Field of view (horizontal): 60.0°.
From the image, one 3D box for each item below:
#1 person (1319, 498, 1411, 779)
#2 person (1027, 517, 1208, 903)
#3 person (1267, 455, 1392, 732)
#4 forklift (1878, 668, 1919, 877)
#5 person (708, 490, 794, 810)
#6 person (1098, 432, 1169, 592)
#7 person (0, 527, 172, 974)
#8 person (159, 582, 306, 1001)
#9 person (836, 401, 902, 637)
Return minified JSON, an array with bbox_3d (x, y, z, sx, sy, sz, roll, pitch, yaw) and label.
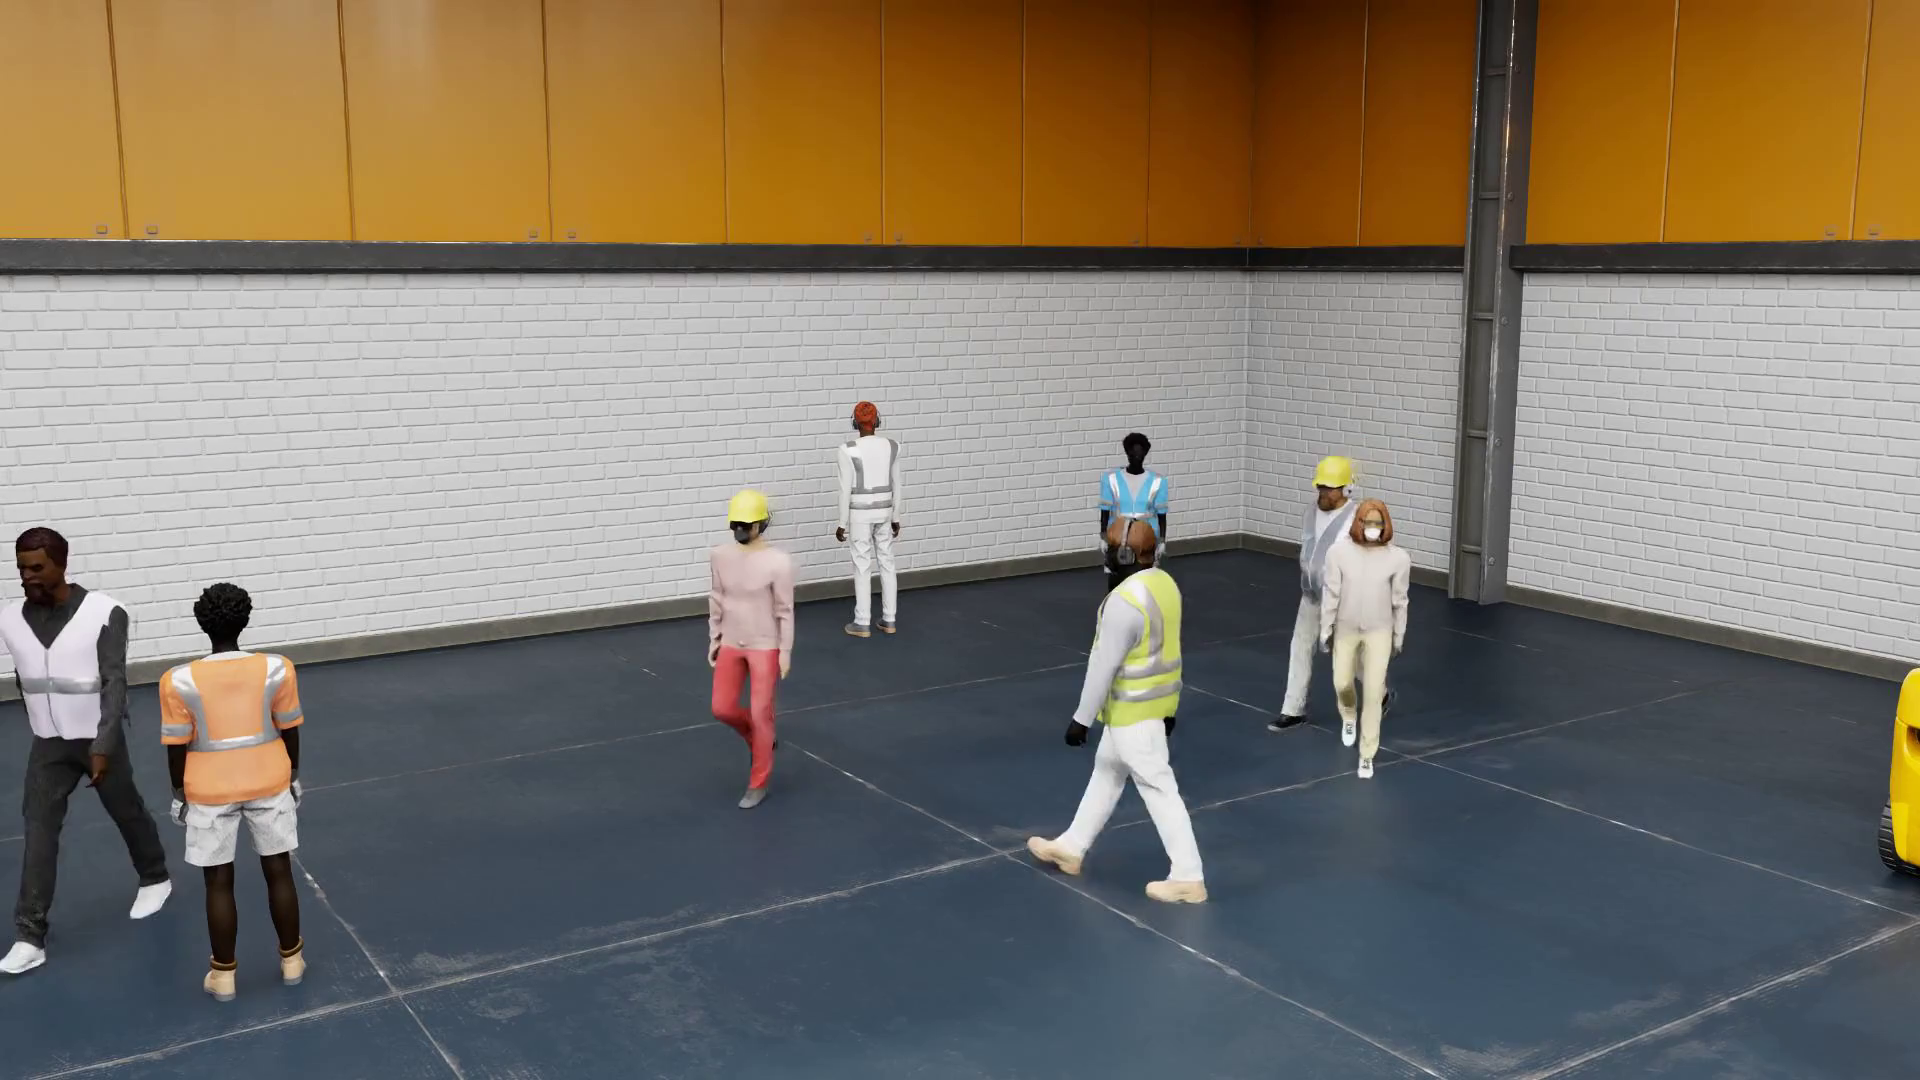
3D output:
[{"bbox_3d":[2.398,0.535,9.856,0.498,1.608,0.737,3,10,19],"label":"person"},{"bbox_3d":[0.760,0.788,7.810,0.957,1.792,0.636,4,10,23],"label":"person"},{"bbox_3d":[2.423,0.329,10.616,0.894,1.783,0.603,-6,11,-33],"label":"person"},{"bbox_3d":[5.511,0.571,7.906,2.313,2.155,1.214,-6,11,-33],"label":"forklift"},{"bbox_3d":[-1.134,0.581,9.153,0.544,1.752,0.440,4,10,25],"label":"person"},{"bbox_3d":[1.336,0.006,12.809,0.550,1.686,0.370,1,9,5],"label":"person"},{"bbox_3d":[-3.841,0.853,7.231,0.592,1.862,1.034,0,9,2],"label":"person"},{"bbox_3d":[-2.928,1.013,6.736,0.537,1.696,0.321,-6,11,-31],"label":"person"},{"bbox_3d":[-0.727,-0.167,13.286,0.575,1.883,0.356,-6,11,-31],"label":"person"}]
